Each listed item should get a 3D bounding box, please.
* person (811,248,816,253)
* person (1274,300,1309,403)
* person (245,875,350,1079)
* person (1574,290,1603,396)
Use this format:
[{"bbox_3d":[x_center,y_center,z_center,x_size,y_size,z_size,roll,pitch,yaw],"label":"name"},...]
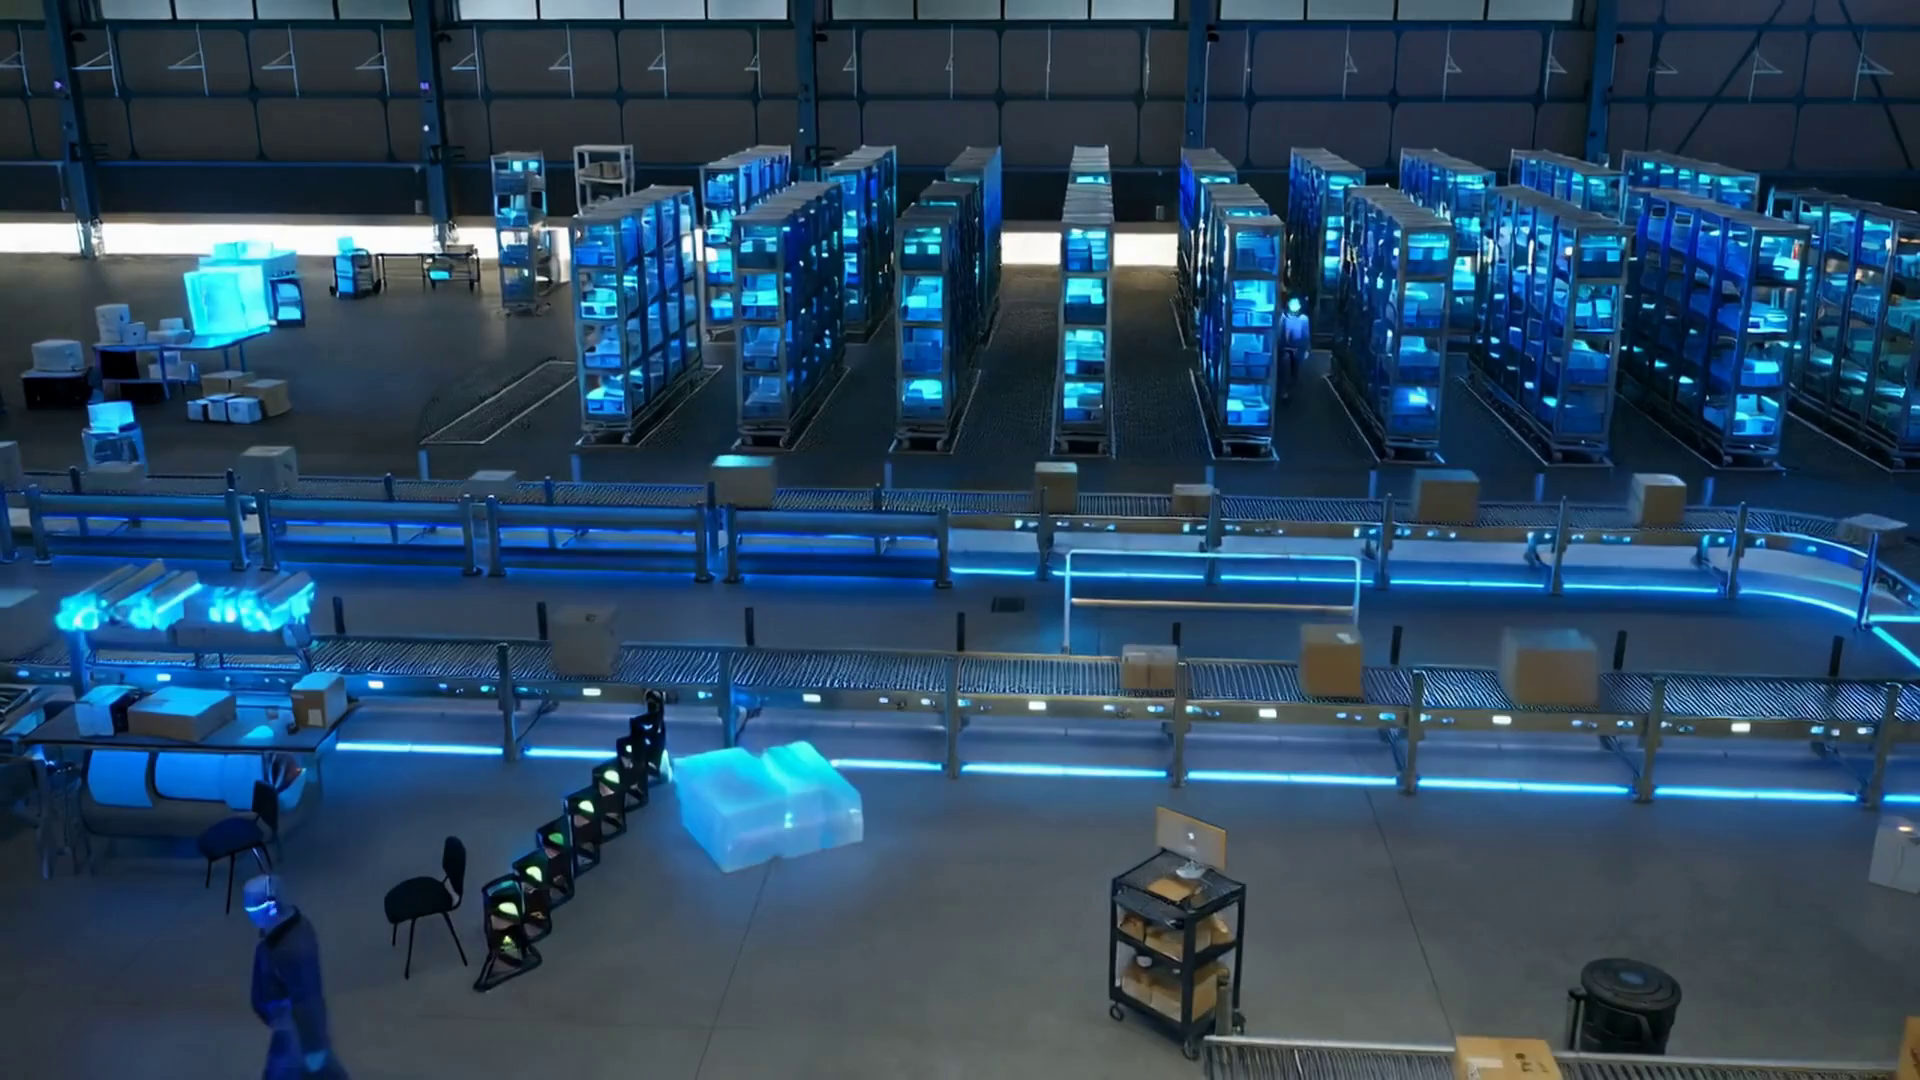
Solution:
[{"bbox_3d":[-3.488,-6.723,39.865,0.389,1.850,0.566,-2,18,-6],"label":"person"},{"bbox_3d":[5.794,-3.296,29.072,0.618,1.794,0.842,2,18,7],"label":"person"},{"bbox_3d":[-3.976,2.806,9.608,0.958,1.863,0.671,-8,19,-23],"label":"person"},{"bbox_3d":[10.913,-3.396,29.094,0.648,1.974,0.437,2,18,8],"label":"person"}]
